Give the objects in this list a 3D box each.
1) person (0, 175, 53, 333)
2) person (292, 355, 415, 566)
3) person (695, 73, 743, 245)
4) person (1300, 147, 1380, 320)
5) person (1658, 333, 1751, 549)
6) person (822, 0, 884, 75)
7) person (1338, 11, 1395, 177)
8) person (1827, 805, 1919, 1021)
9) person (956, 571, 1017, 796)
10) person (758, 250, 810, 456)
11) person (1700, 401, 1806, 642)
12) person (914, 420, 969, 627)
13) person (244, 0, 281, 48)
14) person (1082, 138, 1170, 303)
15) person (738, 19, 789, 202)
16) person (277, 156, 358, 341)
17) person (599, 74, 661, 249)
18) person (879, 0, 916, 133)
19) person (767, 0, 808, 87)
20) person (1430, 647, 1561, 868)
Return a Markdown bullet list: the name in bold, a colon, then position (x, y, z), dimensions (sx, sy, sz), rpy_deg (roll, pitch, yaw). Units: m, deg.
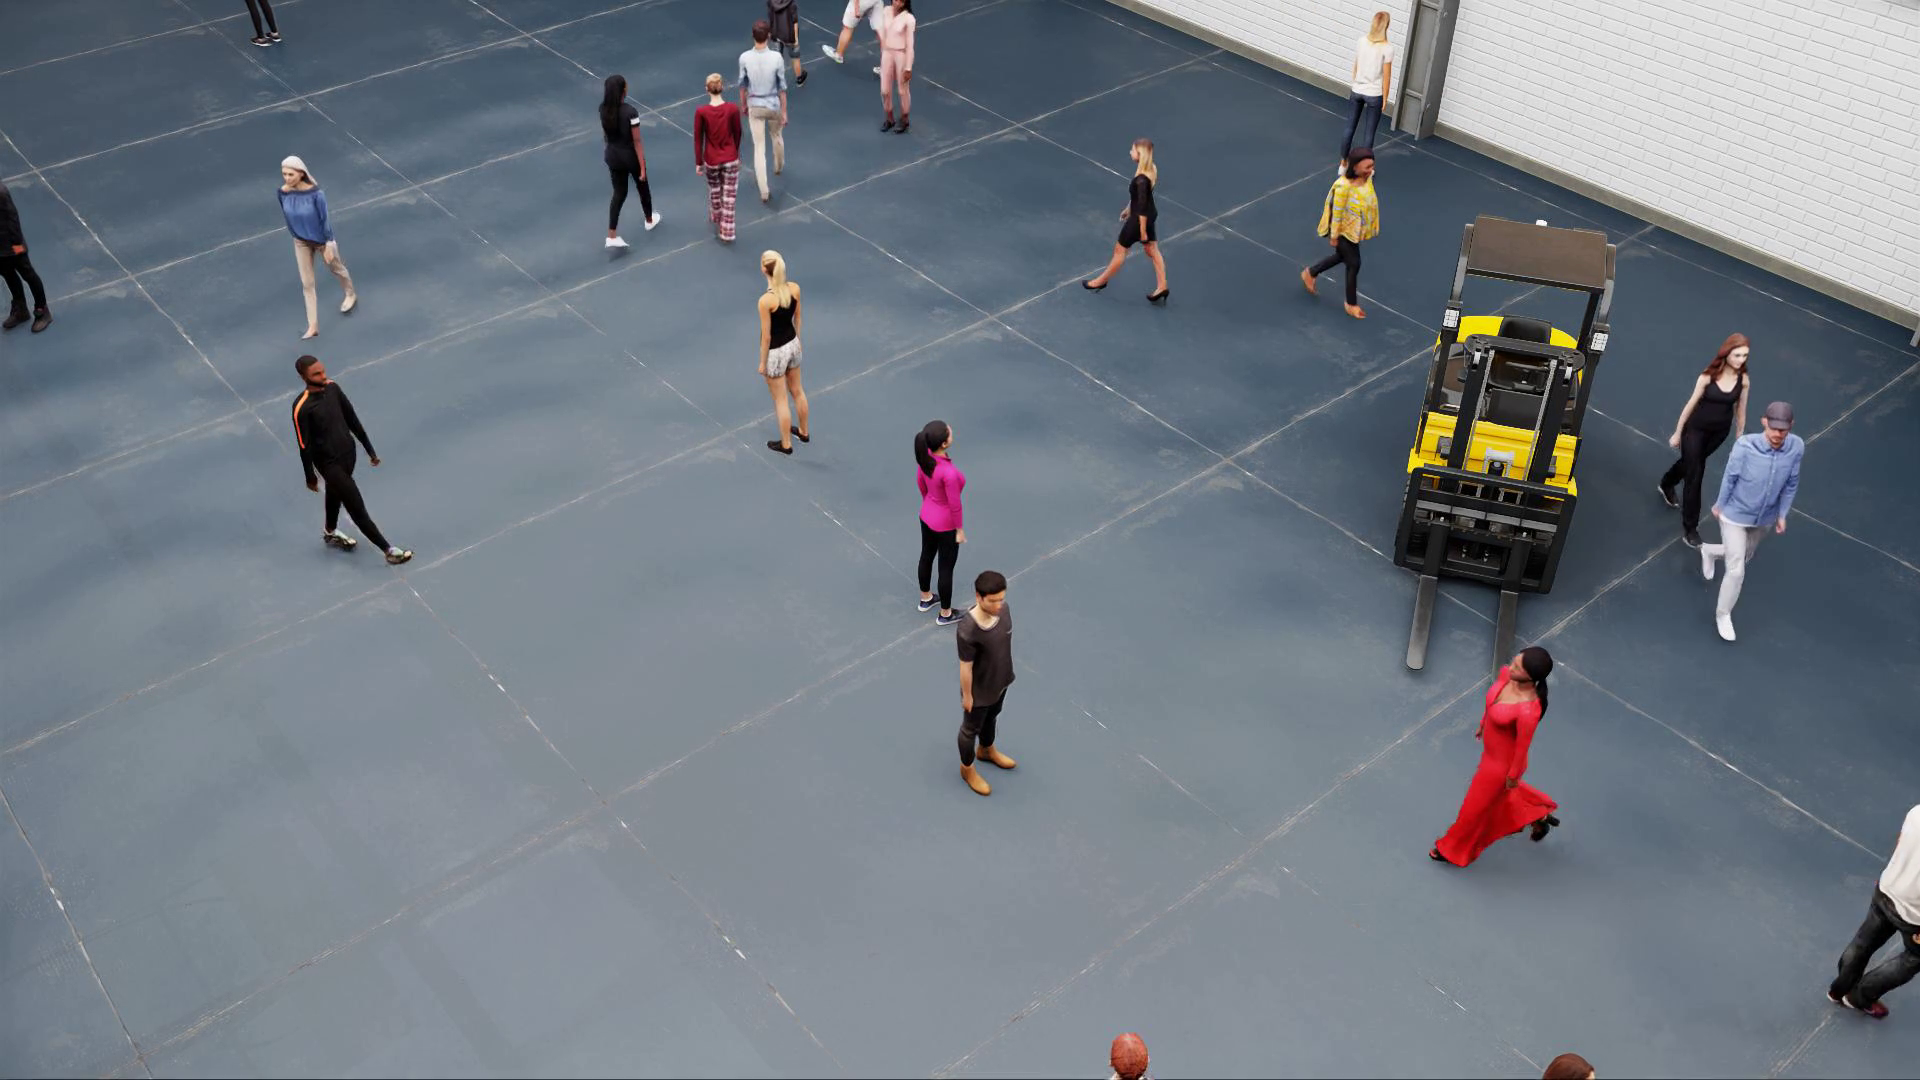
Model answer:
- **person**: position (-8.676, -2.751, 15.064), dimensions (0.704, 1.781, 0.790), rpy_deg (11, 40, 13)
- **person**: position (-4.731, -0.609, 12.395), dimensions (1.245, 1.766, 1.030), rpy_deg (13, 40, 16)
- **person**: position (-2.335, -3.719, 16.357), dimensions (0.893, 1.680, 1.013), rpy_deg (-6, 39, -7)
- **person**: position (3.518, -2.873, 15.341), dimensions (1.049, 1.627, 0.795), rpy_deg (28, 46, 30)
- **person**: position (5.690, -0.866, 12.776), dimensions (1.056, 1.692, 1.205), rpy_deg (-2, 39, -3)
- **person**: position (-1.026, -6.313, 19.514), dimensions (1.291, 1.794, 0.865), rpy_deg (24, 44, 27)
- **person**: position (4.261, -4.654, 17.424), dimensions (0.490, 1.810, 0.677), rpy_deg (27, 46, 30)
- **person**: position (5.118, 1.988, 9.130), dimensions (0.798, 1.793, 0.695), rpy_deg (-7, 39, -9)
- **person**: position (0.150, 0.862, 10.594), dimensions (0.616, 1.714, 0.660), rpy_deg (26, 45, 29)
- **person**: position (-1.444, -1.532, 13.488), dimensions (0.552, 1.844, 0.645), rpy_deg (29, 47, 32)
- **person**: position (5.611, -0.246, 11.867), dimensions (1.076, 1.857, 1.201), rpy_deg (-1, 39, -2)
- **person**: position (-0.152, -0.135, 11.864), dimensions (0.647, 1.698, 0.513), rpy_deg (-25, 45, -28)
- **person**: position (-8.702, -6.896, 20.367), dimensions (0.592, 1.641, 0.593), rpy_deg (20, 43, 23)
- **person**: position (1.762, -2.911, 15.384), dimensions (1.120, 1.632, 0.914), rpy_deg (12, 40, 15)
- **person**: position (-2.021, -4.370, 17.077), dimensions (1.168, 1.799, 1.275), rpy_deg (1, 39, 1)
- **person**: position (-5.822, -2.727, 15.150), dimensions (1.119, 1.648, 1.139), rpy_deg (6, 39, 7)
- **person**: position (-3.330, -3.663, 16.266), dimensions (1.181, 1.707, 1.082), rpy_deg (15, 41, 18)
- **person**: position (-0.675, -5.279, 18.299), dimensions (0.793, 1.695, 0.676), rpy_deg (-30, 48, -32)
- **person**: position (-2.054, -5.787, 19.158), dimensions (0.906, 1.417, 0.903), rpy_deg (9, 40, 11)
- **person**: position (3.334, 1.310, 10.003), dimensions (1.054, 1.762, 1.023), rpy_deg (0, 39, 0)
